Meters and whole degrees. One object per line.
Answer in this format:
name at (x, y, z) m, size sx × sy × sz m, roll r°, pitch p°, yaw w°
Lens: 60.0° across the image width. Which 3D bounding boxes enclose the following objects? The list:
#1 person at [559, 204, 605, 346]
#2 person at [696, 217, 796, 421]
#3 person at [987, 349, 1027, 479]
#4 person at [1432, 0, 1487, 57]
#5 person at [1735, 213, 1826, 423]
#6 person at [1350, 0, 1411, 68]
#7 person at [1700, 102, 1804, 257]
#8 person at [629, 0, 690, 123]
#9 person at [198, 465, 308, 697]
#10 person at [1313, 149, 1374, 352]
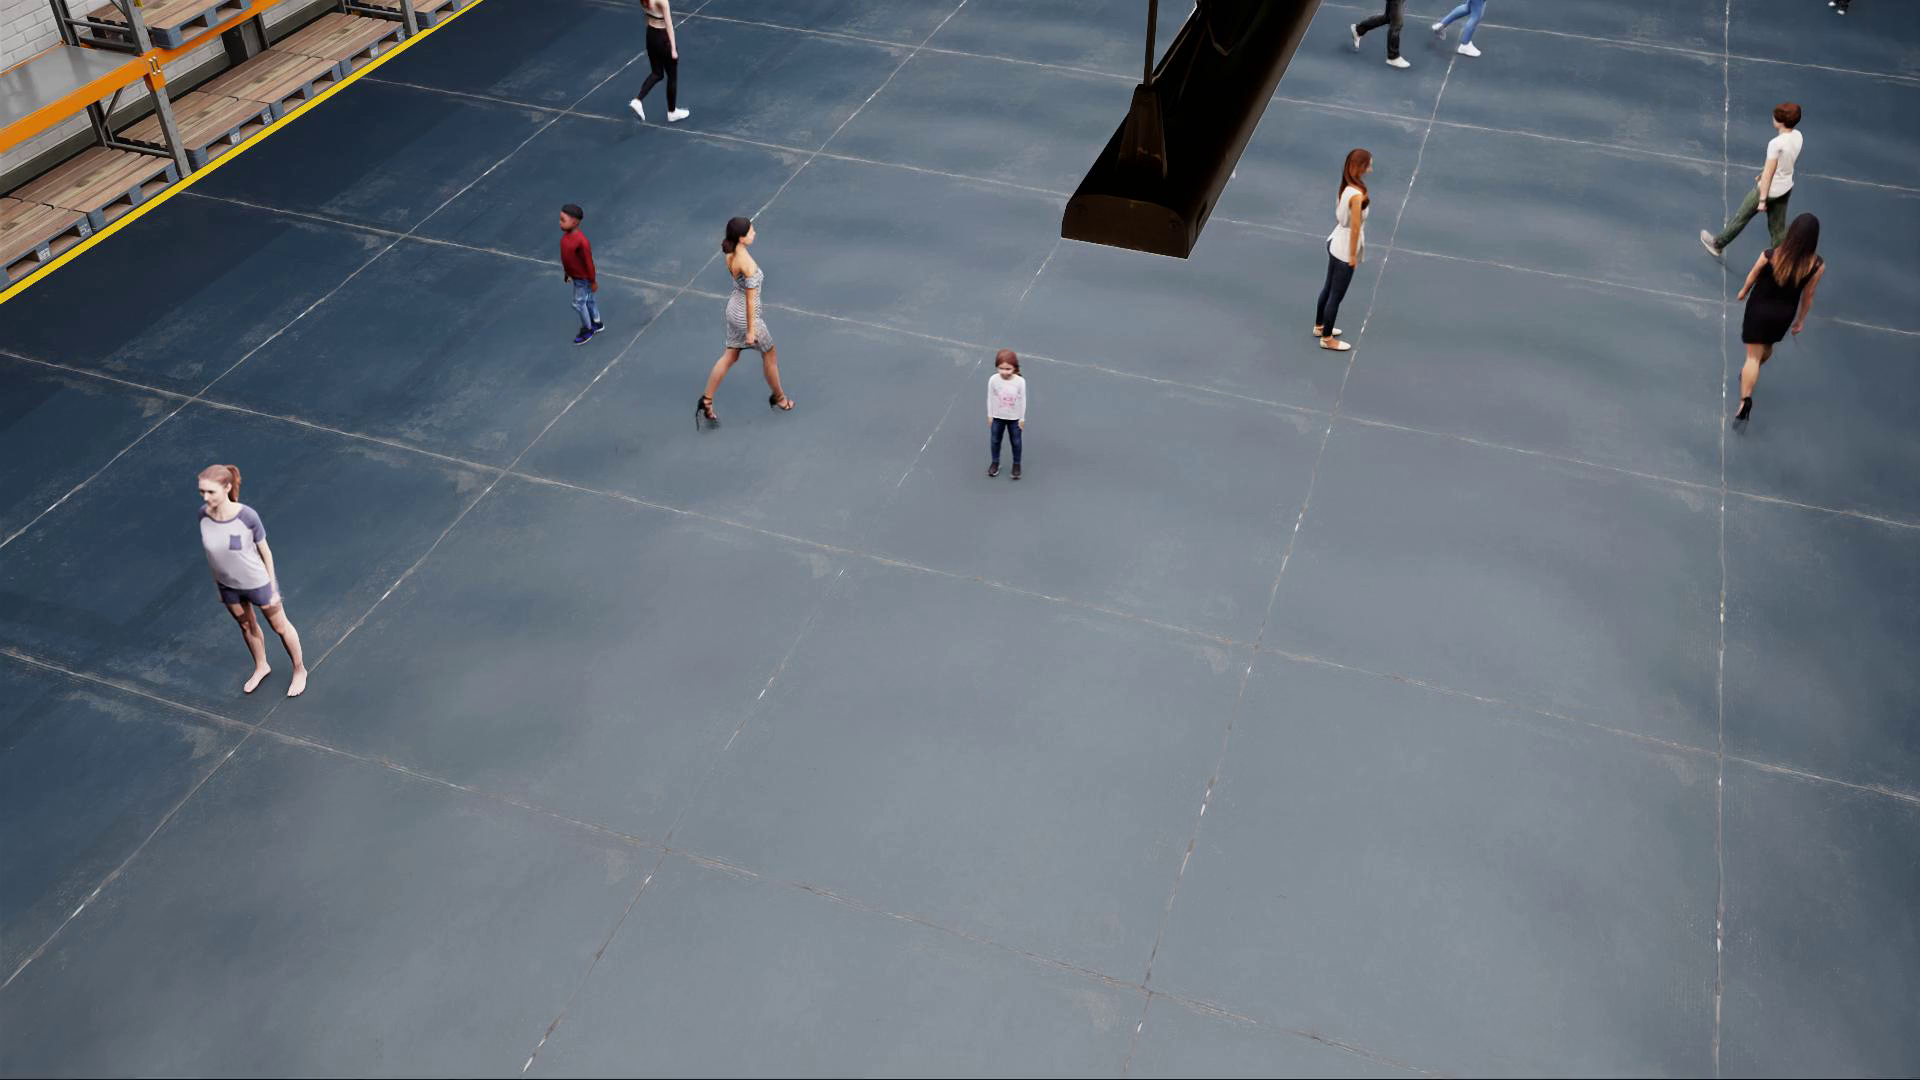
person at (-3.188, -2.307, 14.229) m, size 0.684 × 1.245 × 0.629 m, roll -26°, pitch 45°, yaw -29°
person at (-1.777, -1.676, 13.007) m, size 1.106 × 1.782 × 1.018 m, roll -18°, pitch 42°, yaw -21°
person at (0.355, -0.973, 12.666) m, size 0.478 × 1.110 × 0.507 m, roll 5°, pitch 39°, yaw 7°
person at (5.859, -6.334, 18.973) m, size 0.748 × 1.615 × 0.804 m, roll 6°, pitch 39°, yaw 7°
person at (6.408, -1.717, 13.145) m, size 0.747 × 1.674 × 1.114 m, roll 7°, pitch 39°, yaw 9°
person at (4.827, -6.269, 18.755) m, size 0.940 × 1.787 × 1.083 m, roll 27°, pitch 46°, yaw 29°
person at (7.337, -3.064, 14.890) m, size 1.078 × 1.603 × 1.110 m, roll -17°, pitch 42°, yaw -20°
person at (-3.210, -5.149, 17.399) m, size 1.029 × 1.729 × 0.830 m, roll -32°, pitch 48°, yaw -33°
person at (-4.542, 0.253, 10.604) m, size 0.621 × 1.767 × 0.616 m, roll 6°, pitch 39°, yaw 7°
person at (3.214, -2.446, 13.970) m, size 0.720 × 1.784 × 0.582 m, roll -1°, pitch 39°, yaw -1°
